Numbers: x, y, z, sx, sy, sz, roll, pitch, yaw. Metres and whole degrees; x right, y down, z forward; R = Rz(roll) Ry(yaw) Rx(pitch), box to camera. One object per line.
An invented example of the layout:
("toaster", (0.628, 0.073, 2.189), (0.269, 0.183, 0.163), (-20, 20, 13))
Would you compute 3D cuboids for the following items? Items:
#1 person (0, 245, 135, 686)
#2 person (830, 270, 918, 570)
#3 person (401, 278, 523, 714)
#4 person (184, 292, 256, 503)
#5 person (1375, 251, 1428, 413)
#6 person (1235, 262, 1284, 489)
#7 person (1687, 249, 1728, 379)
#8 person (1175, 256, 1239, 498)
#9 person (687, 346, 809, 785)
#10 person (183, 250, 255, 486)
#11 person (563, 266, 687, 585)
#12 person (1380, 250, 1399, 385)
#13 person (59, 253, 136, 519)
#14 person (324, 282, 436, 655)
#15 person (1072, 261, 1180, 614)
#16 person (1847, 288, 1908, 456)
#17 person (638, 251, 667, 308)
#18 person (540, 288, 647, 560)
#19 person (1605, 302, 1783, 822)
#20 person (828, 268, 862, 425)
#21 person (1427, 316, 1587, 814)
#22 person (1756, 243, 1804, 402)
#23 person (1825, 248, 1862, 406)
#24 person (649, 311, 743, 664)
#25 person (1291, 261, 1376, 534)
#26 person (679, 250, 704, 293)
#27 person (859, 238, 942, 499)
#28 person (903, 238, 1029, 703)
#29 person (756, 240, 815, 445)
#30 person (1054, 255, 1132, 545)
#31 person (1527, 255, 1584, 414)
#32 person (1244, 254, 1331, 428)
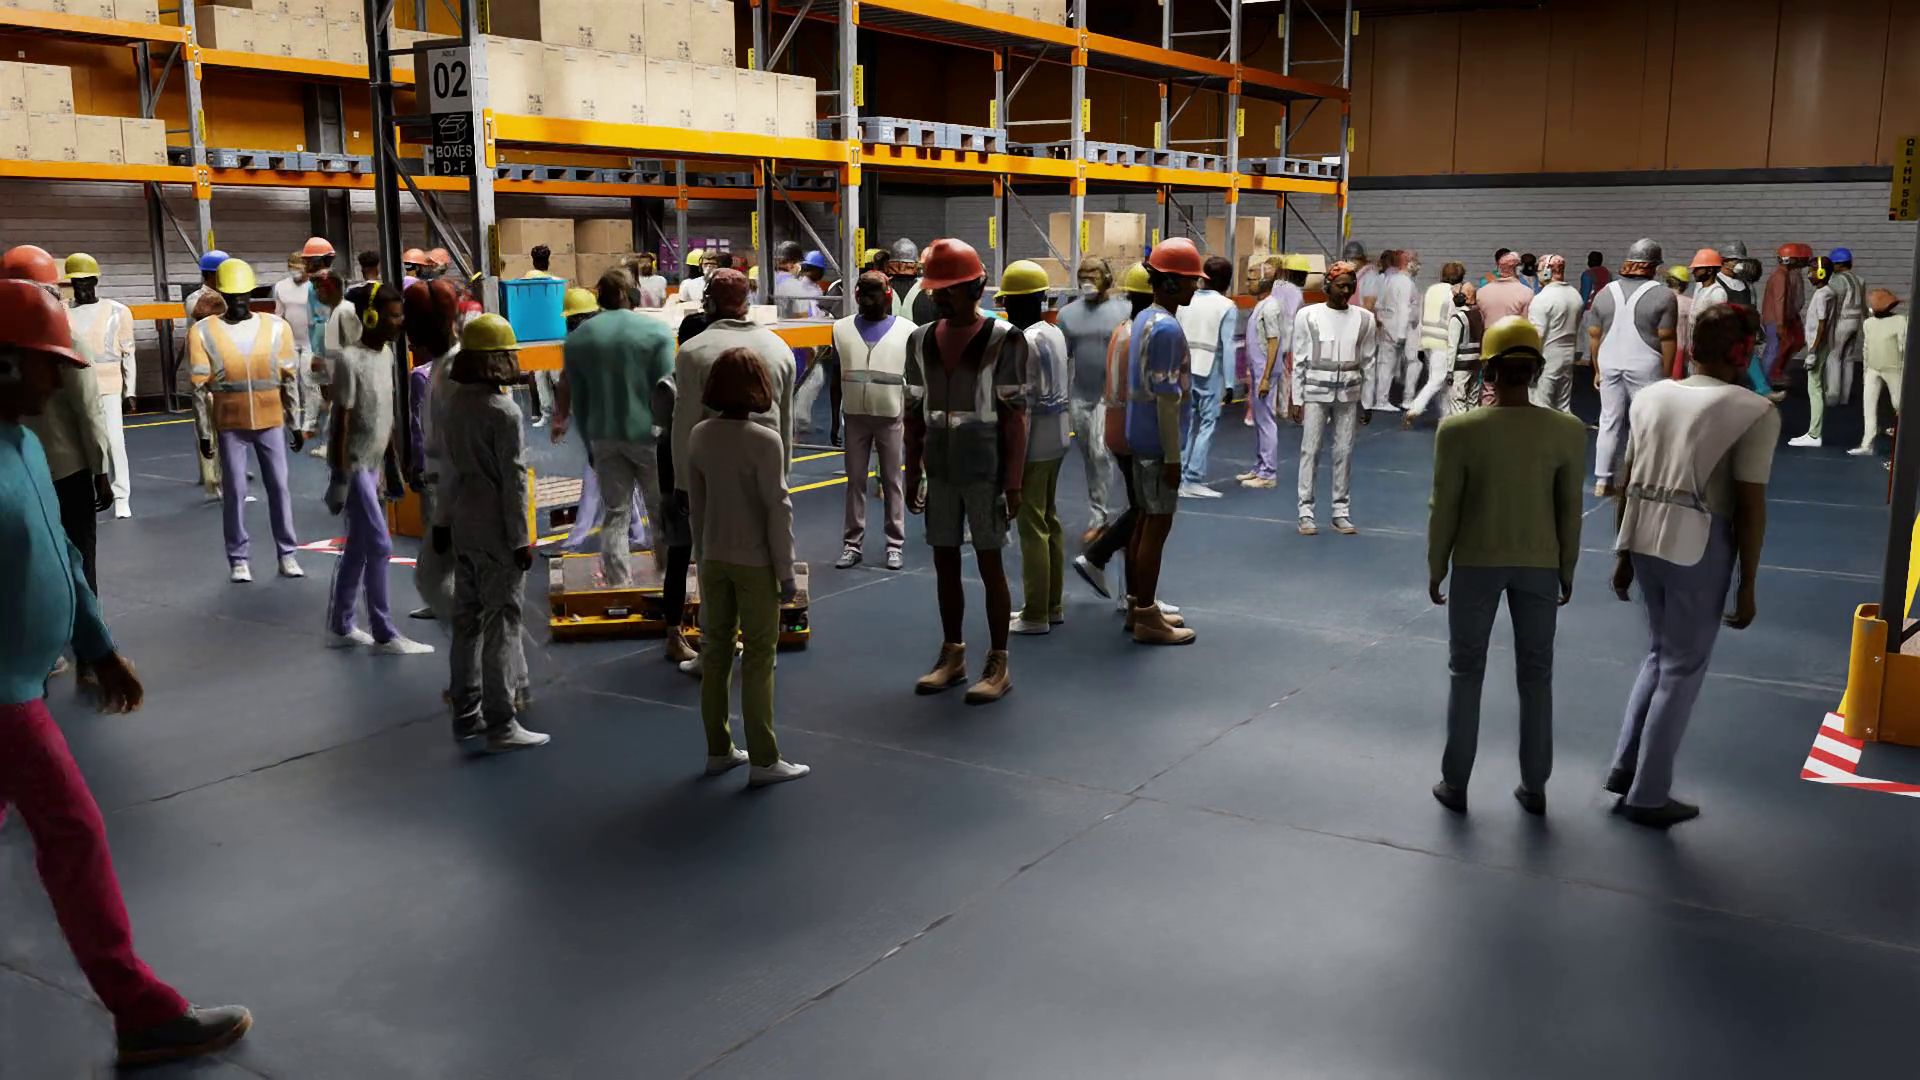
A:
("person", (-4.136, -0.324, 7.546), (0.614, 1.997, 0.374), (1, 10, 7))
("person", (-0.523, -0.735, 10.263), (0.563, 1.838, 0.390), (1, 10, 8))
("person", (-2.098, -0.164, 7.014), (0.488, 1.862, 0.625), (-4, 11, -22))
("person", (-5.722, -1.082, 12.817), (0.540, 1.633, 0.287), (4, 11, 23))
("person", (5.255, -2.437, 19.563), (0.711, 1.881, 0.665), (-1, 10, -6))
("person", (2.462, -1.339, 13.588), (0.330, 1.844, 0.520), (0, 10, 2))
("person", (7.146, -1.827, 16.040), (0.359, 1.936, 0.552), (1, 10, 3))
("person", (1.880, -1.275, 13.110), (0.408, 1.897, 0.707), (-9, 14, -41))
("person", (-0.806, 0.097, 6.216), (0.498, 1.636, 0.286), (8, 13, 38))
("person", (-6.159, -1.425, 13.821), (0.417, 1.939, 0.611), (1, 10, 8))
("person", (-1.747, -0.518, 8.969), (0.697, 1.875, 0.938), (1, 10, 6))
("person", (6.025, -3.103, 23.277), (0.357, 1.893, 0.697), (2, 10, 13))
("person", (-6.285, -1.104, 12.059), (0.585, 1.929, 0.371), (-3, 11, -15))
("person", (-2.900, -0.326, 8.120), (0.615, 1.832, 0.527), (0, 10, 1))
("person", (0.930, -0.539, 8.966), (0.489, 1.913, 0.599), (1, 10, 5))
("person", (8.785, -1.589, 15.714), (0.816, 1.580, 0.572), (-5, 11, -25))
("person", (-4.123, -2.872, 22.018), (0.510, 1.872, 0.329), (0, 10, -1))
("person", (-2.320, -0.690, 10.339), (0.915, 1.719, 0.521), (-10, 14, -43))
("person", (2.523, 0.088, 5.797), (0.468, 1.816, 0.580), (-5, 11, -24))
("person", (-1.144, -2.185, 18.124), (0.598, 1.907, 0.409), (-5, 11, -24))
("person", (1.914, 0.096, 5.887), (0.528, 1.762, 0.338), (1, 10, 8))
("person", (10.331, -2.733, 20.957), (0.430, 1.984, 0.613), (6, 12, 28))
("person", (10.781, -2.604, 20.378), (0.462, 1.936, 0.677), (9, 13, 40))
("person", (-1.250, -0.250, 7.985), (0.321, 1.693, 0.533), (9, 14, 41))
("person", (2.570, -0.972, 11.470), (0.582, 1.879, 0.357), (-1, 10, -3))
("person", (-2.891, -2.224, 18.301), (0.398, 1.919, 0.588), (2, 10, 9))
("person", (-0.445, -1.346, 13.087), (0.684, 2.000, 0.535), (0, 10, 0))
("person", (0.001, -0.300, 7.331), (0.615, 2.031, 0.403), (6, 12, 30))
("person", (-1.652, -1.926, 16.302), (0.563, 2.000, 0.698), (-7, 13, -35))
("person", (0.853, -0.912, 11.017), (0.660, 1.912, 0.762), (6, 12, 32))
("person", (5.119, -1.523, 14.483), (0.643, 1.898, 0.398), (-8, 13, -36))
("person", (3.537, -2.120, 17.867), (1.020, 1.868, 0.595), (-3, 11, -15))
